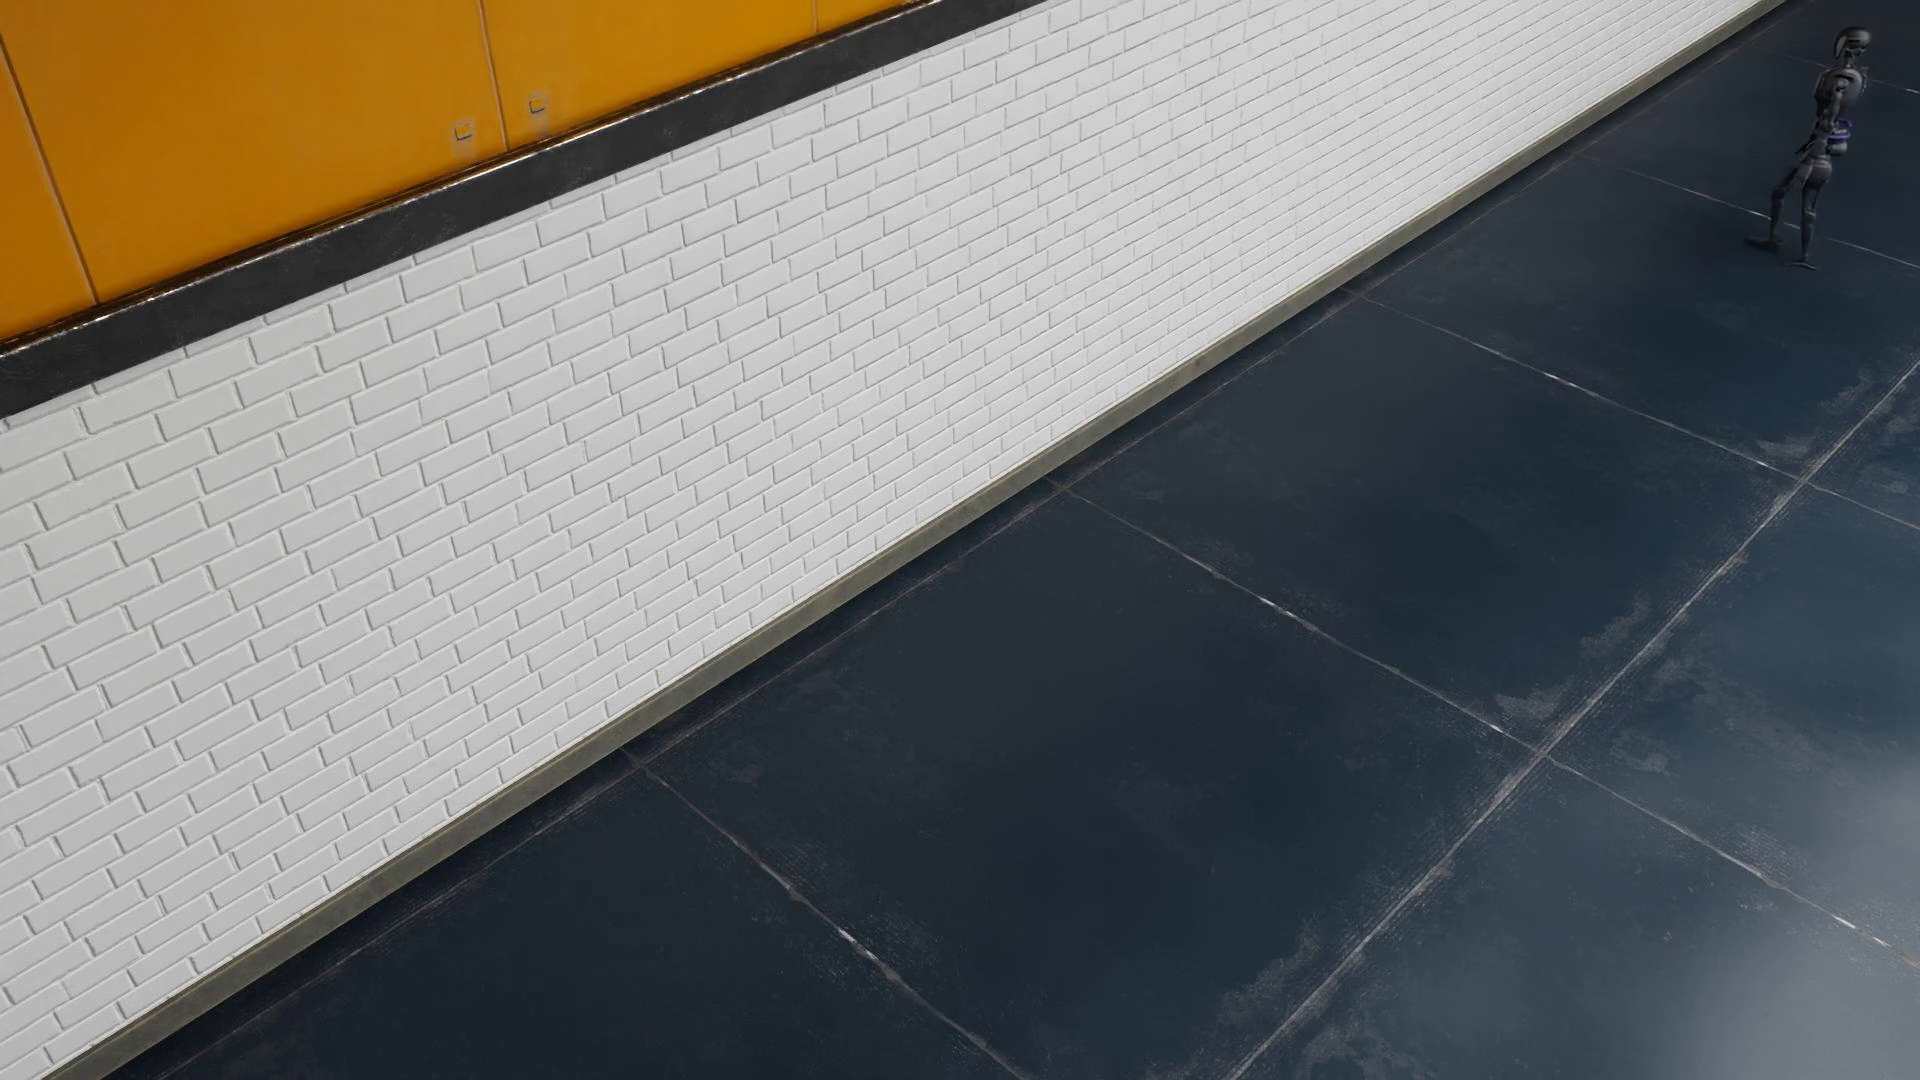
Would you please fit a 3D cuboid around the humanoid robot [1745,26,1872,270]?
[{"bbox_3d":[5.671,-2.596,11.047,0.554,1.642,0.589,16,41,19],"label":"humanoid robot"}]
